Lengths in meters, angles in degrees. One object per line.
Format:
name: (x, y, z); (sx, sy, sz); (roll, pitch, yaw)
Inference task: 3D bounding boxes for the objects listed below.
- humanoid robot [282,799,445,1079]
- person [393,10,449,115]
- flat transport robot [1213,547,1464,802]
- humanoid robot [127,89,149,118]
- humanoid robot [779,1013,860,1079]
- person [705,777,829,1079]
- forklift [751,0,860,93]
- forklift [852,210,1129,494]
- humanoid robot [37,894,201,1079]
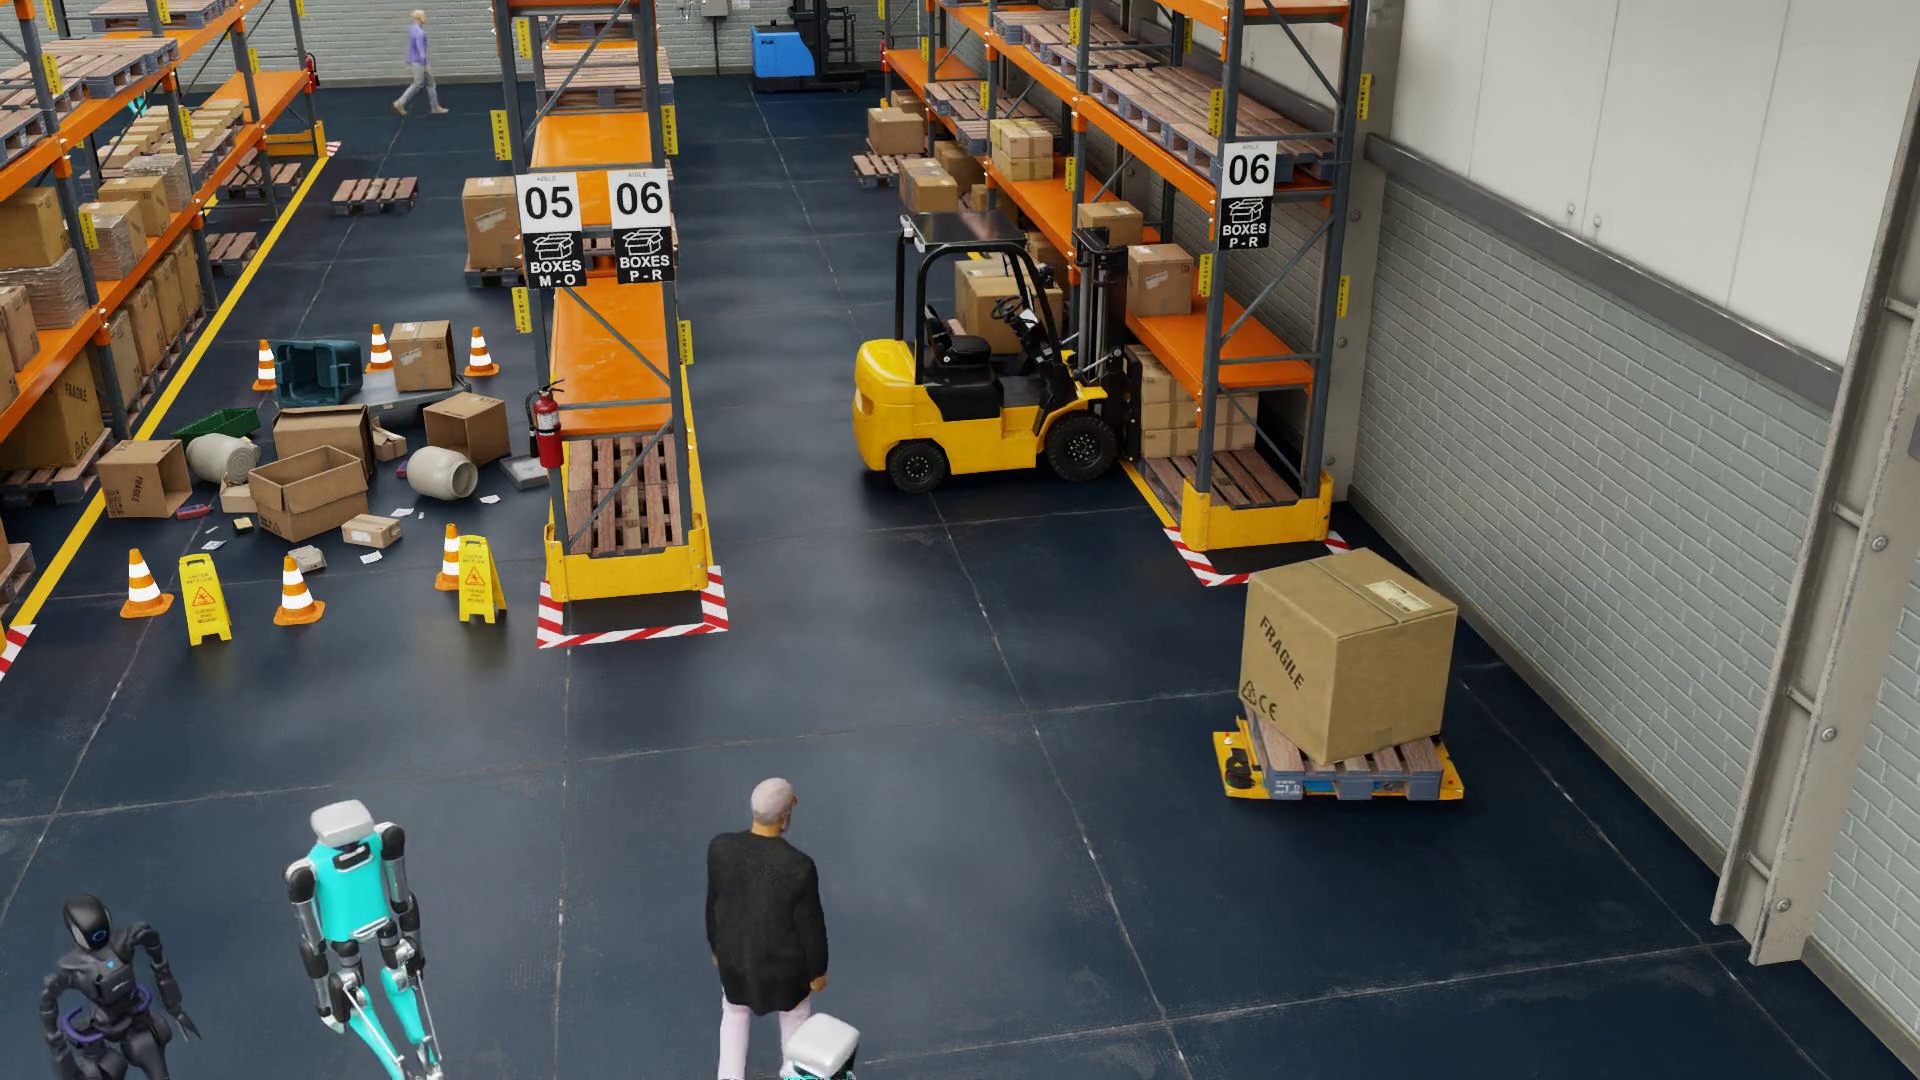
humanoid robot: (-2.456, 2.033, 7.250); (0.752, 1.831, 0.537); (22, 33, 38)
person: (-9.286, -8.113, 28.313); (0.858, 1.764, 0.621); (-11, 28, -22)
flat transport robot: (2.329, 1.352, 10.313); (1.431, 0.231, 0.659); (0, 26, 1)
humanoid robot: (-12.829, -6.917, 25.910); (0.530, 1.772, 1.050); (-20, 32, -36)
humanoid robot: (-0.272, 2.558, 6.149); (1.044, 1.771, 0.542); (9, 27, 18)
person: (-0.863, 1.867, 7.424); (0.589, 1.839, 0.596); (7, 27, 14)
forklift: (-2.872, -9.679, 30.288); (1.873, 2.768, 1.129); (-5, 26, -10)
forklift: (0.216, -1.659, 14.366); (2.313, 2.155, 1.214); (-5, 26, -10)
humanoid robot: (-3.629, 2.121, 7.159); (0.734, 1.629, 0.610); (17, 31, 32)
